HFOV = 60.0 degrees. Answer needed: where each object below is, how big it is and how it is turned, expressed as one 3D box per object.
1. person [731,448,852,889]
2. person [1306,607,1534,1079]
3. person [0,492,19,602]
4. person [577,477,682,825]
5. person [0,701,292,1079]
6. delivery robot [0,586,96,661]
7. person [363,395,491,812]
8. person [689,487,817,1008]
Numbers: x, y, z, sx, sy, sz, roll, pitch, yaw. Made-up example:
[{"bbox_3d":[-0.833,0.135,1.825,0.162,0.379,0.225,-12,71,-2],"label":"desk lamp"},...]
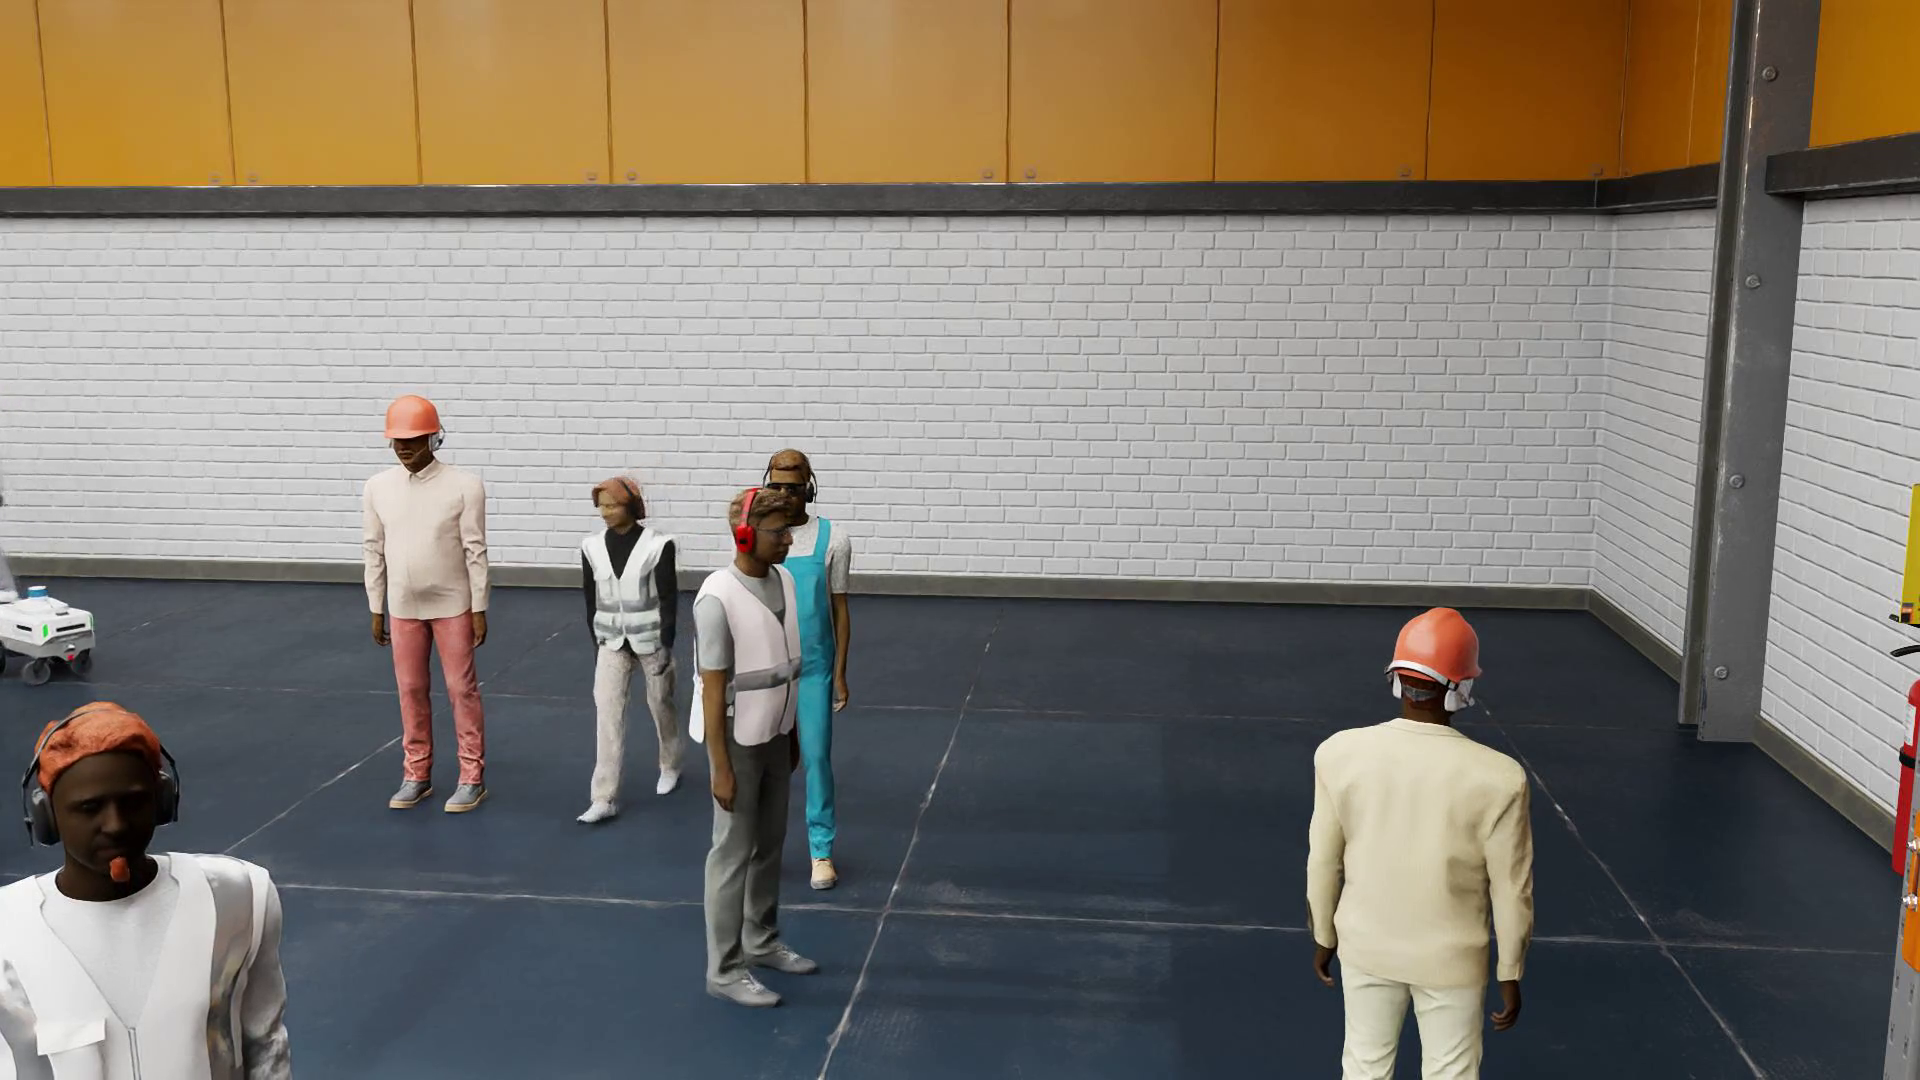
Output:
[{"bbox_3d":[-0.699,0.537,6.896,0.507,1.846,0.345,0,10,-1],"label":"person"},{"bbox_3d":[1.186,1.036,4.300,0.571,1.749,0.343,6,11,30],"label":"person"},{"bbox_3d":[-7.471,-0.305,12.412,0.763,1.588,0.565,-1,10,-7],"label":"person"},{"bbox_3d":[-1.553,0.498,7.848,0.517,1.590,0.845,2,10,12],"label":"person"},{"bbox_3d":[-1.454,1.210,2.932,0.575,1.884,0.355,-8,12,-37],"label":"person"},{"bbox_3d":[-5.722,0.531,10.354,0.707,0.478,0.477,6,12,33],"label":"delivery robot"},{"bbox_3d":[-2.510,0.307,7.833,0.608,1.987,0.400,1,10,5],"label":"person"},{"bbox_3d":[-0.753,0.719,5.890,0.382,1.838,0.566,4,11,22],"label":"person"}]
